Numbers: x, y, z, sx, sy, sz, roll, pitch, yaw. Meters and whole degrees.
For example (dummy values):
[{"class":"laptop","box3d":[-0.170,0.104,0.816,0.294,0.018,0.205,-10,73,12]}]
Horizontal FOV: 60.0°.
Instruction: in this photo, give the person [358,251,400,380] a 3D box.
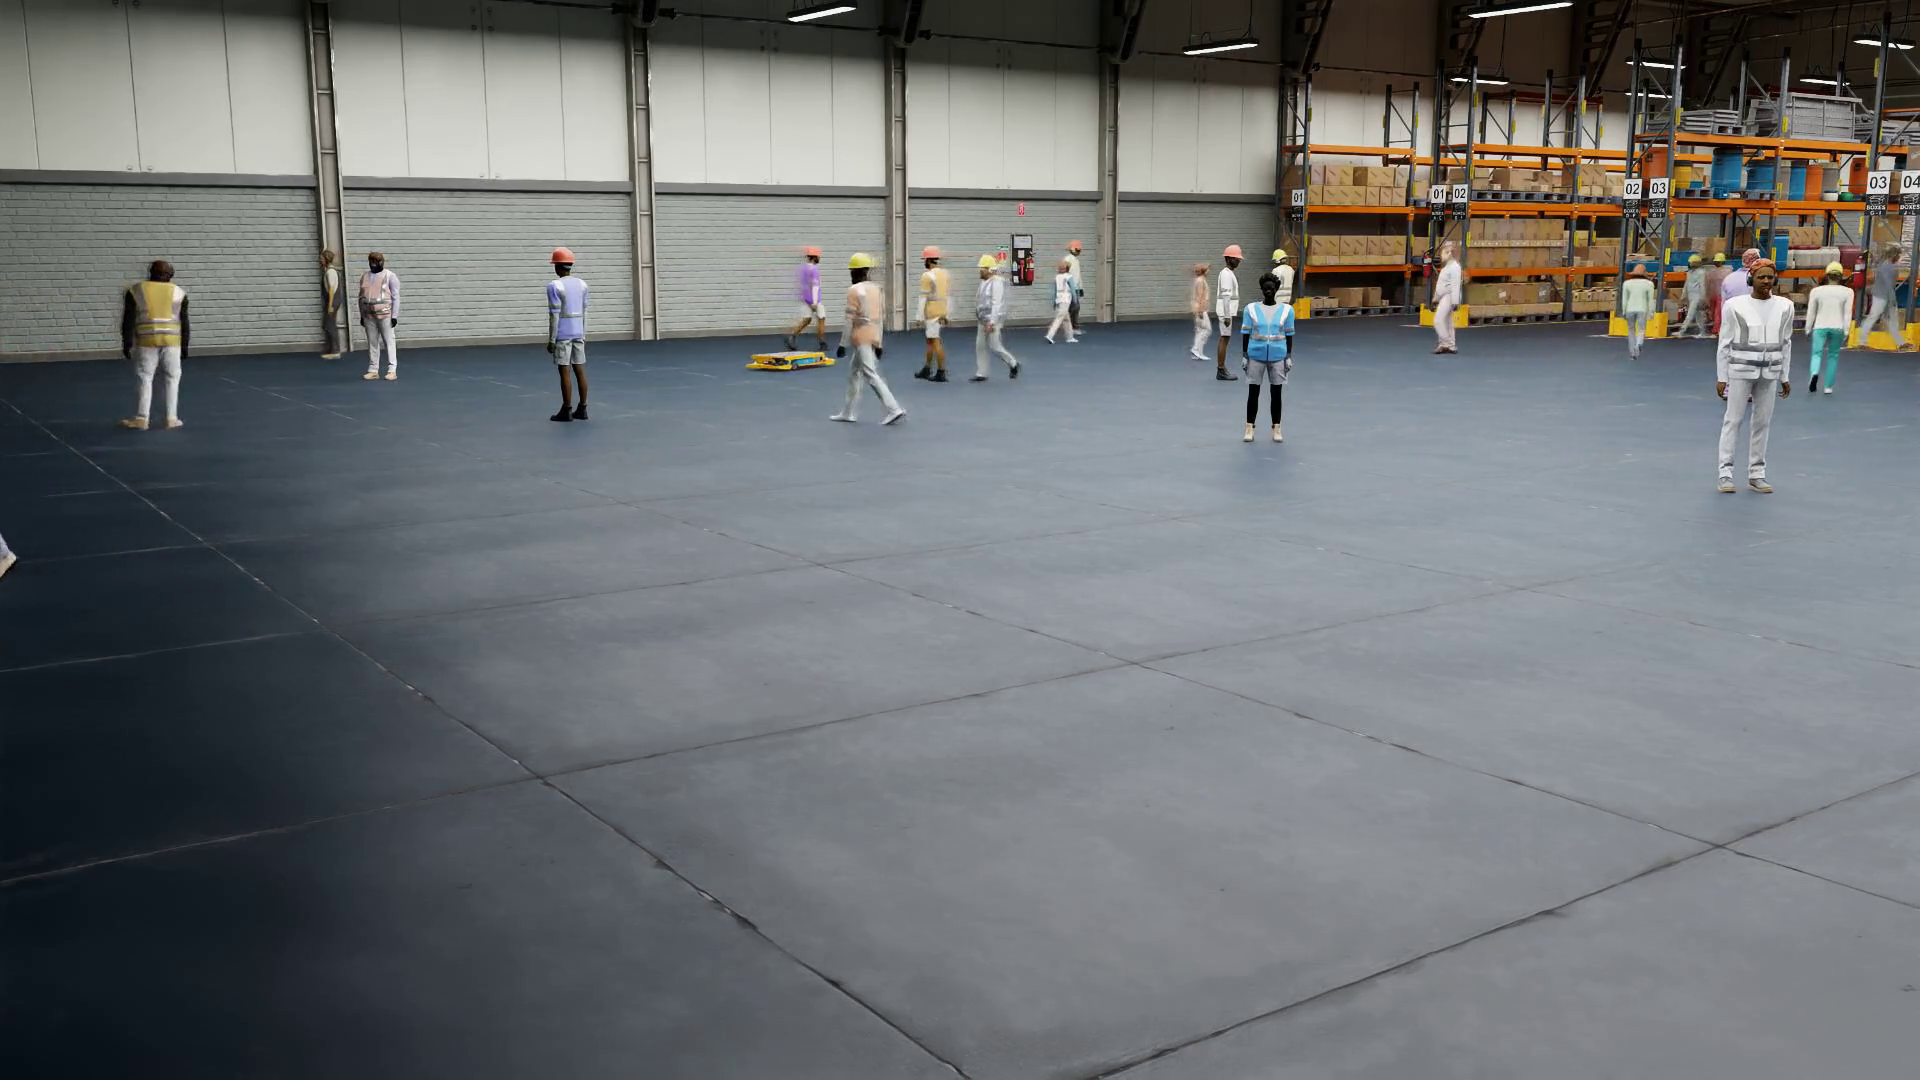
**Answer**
[{"class":"person","box3d":[-8.406,-3.235,24.034,0.628,1.846,0.429,2,11,12]}]

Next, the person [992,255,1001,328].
[{"class":"person","box3d":[0.790,-5.585,37.476,0.311,1.638,0.523,1,10,3]}]

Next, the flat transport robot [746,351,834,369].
[{"class":"flat transport robot","box3d":[-2.663,-2.825,26.101,0.652,0.197,1.431,6,12,30]}]

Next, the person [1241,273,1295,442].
[{"class":"person","box3d":[3.082,-1.823,16.700,0.535,1.697,0.318,1,10,7]}]

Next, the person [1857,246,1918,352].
[{"class":"person","box3d":[16.623,-4.286,29.689,1.005,1.869,0.667,9,14,40]}]

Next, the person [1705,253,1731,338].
[{"class":"person","box3d":[15.493,-4.981,33.907,0.707,1.742,0.525,-7,12,-33]}]

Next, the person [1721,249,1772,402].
[{"class":"person","box3d":[9.856,-2.681,20.824,0.409,1.909,0.642,-8,13,-36]}]

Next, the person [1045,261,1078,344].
[{"class":"person","box3d":[1.958,-4.581,32.087,0.855,1.598,0.515,-6,12,-31]}]

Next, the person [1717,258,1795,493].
[{"class":"person","box3d":[6.392,-1.312,13.393,0.586,1.877,0.342,0,10,2]}]

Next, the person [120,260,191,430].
[{"class":"person","box3d":[-8.696,-2.097,17.927,0.763,1.804,0.461,-6,12,-31]}]

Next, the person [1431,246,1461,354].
[{"class":"person","box3d":[8.520,-4.220,29.317,0.590,1.884,0.647,1,10,7]}]

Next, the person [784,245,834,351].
[{"class":"person","box3d":[-2.715,-4.326,29.850,0.866,1.913,0.550,-6,12,-29]}]

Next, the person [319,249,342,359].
[{"class":"person","box3d":[-10.631,-3.970,28.061,0.365,1.843,0.514,-3,11,-15]}]

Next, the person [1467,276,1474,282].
[{"class":"person","box3d":[13.303,-6.823,43.702,0.646,1.854,0.520,-8,13,-36]}]

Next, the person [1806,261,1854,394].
[{"class":"person","box3d":[11.299,-2.746,21.641,0.530,1.746,0.647,6,12,29]}]

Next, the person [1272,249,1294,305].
[{"class":"person","box3d":[5.829,-4.377,30.343,0.403,1.827,0.588,10,14,43]}]

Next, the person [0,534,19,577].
[{"class":"person","box3d":[-6.052,-0.604,9.924,0.538,1.793,0.453,8,13,39]}]

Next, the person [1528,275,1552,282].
[{"class":"person","box3d":[15.256,-6.834,43.670,0.930,1.884,0.591,-9,14,-40]}]

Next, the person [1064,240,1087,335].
[{"class":"person","box3d":[2.477,-5.276,34.839,0.676,1.976,0.653,4,11,22]}]

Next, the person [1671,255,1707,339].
[{"class":"person","box3d":[14.795,-4.904,33.605,0.924,1.690,0.503,-2,11,-11]}]

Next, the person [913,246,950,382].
[{"class":"person","box3d":[-0.483,-3.216,23.724,0.779,1.913,0.571,7,12,33]}]

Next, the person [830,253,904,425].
[{"class":"person","box3d":[-1.017,-2.210,18.297,0.951,1.888,0.592,4,11,23]}]

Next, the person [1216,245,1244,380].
[{"class":"person","box3d":[3.883,-3.274,23.996,0.375,1.934,0.547,2,11,11]}]

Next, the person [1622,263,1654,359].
[{"class":"person","box3d":[11.324,-3.813,27.834,0.500,1.615,0.469,6,12,29]}]

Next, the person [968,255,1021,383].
[{"class":"person","box3d":[0.484,-3.117,23.483,0.688,1.810,0.594,-5,12,-27]}]

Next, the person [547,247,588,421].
[{"class":"person","box3d":[-4.405,-2.294,18.617,0.355,1.938,0.545,7,12,33]}]

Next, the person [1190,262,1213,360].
[{"class":"person","box3d":[4.047,-3.797,27.681,0.371,1.626,0.537,2,11,11]}]
